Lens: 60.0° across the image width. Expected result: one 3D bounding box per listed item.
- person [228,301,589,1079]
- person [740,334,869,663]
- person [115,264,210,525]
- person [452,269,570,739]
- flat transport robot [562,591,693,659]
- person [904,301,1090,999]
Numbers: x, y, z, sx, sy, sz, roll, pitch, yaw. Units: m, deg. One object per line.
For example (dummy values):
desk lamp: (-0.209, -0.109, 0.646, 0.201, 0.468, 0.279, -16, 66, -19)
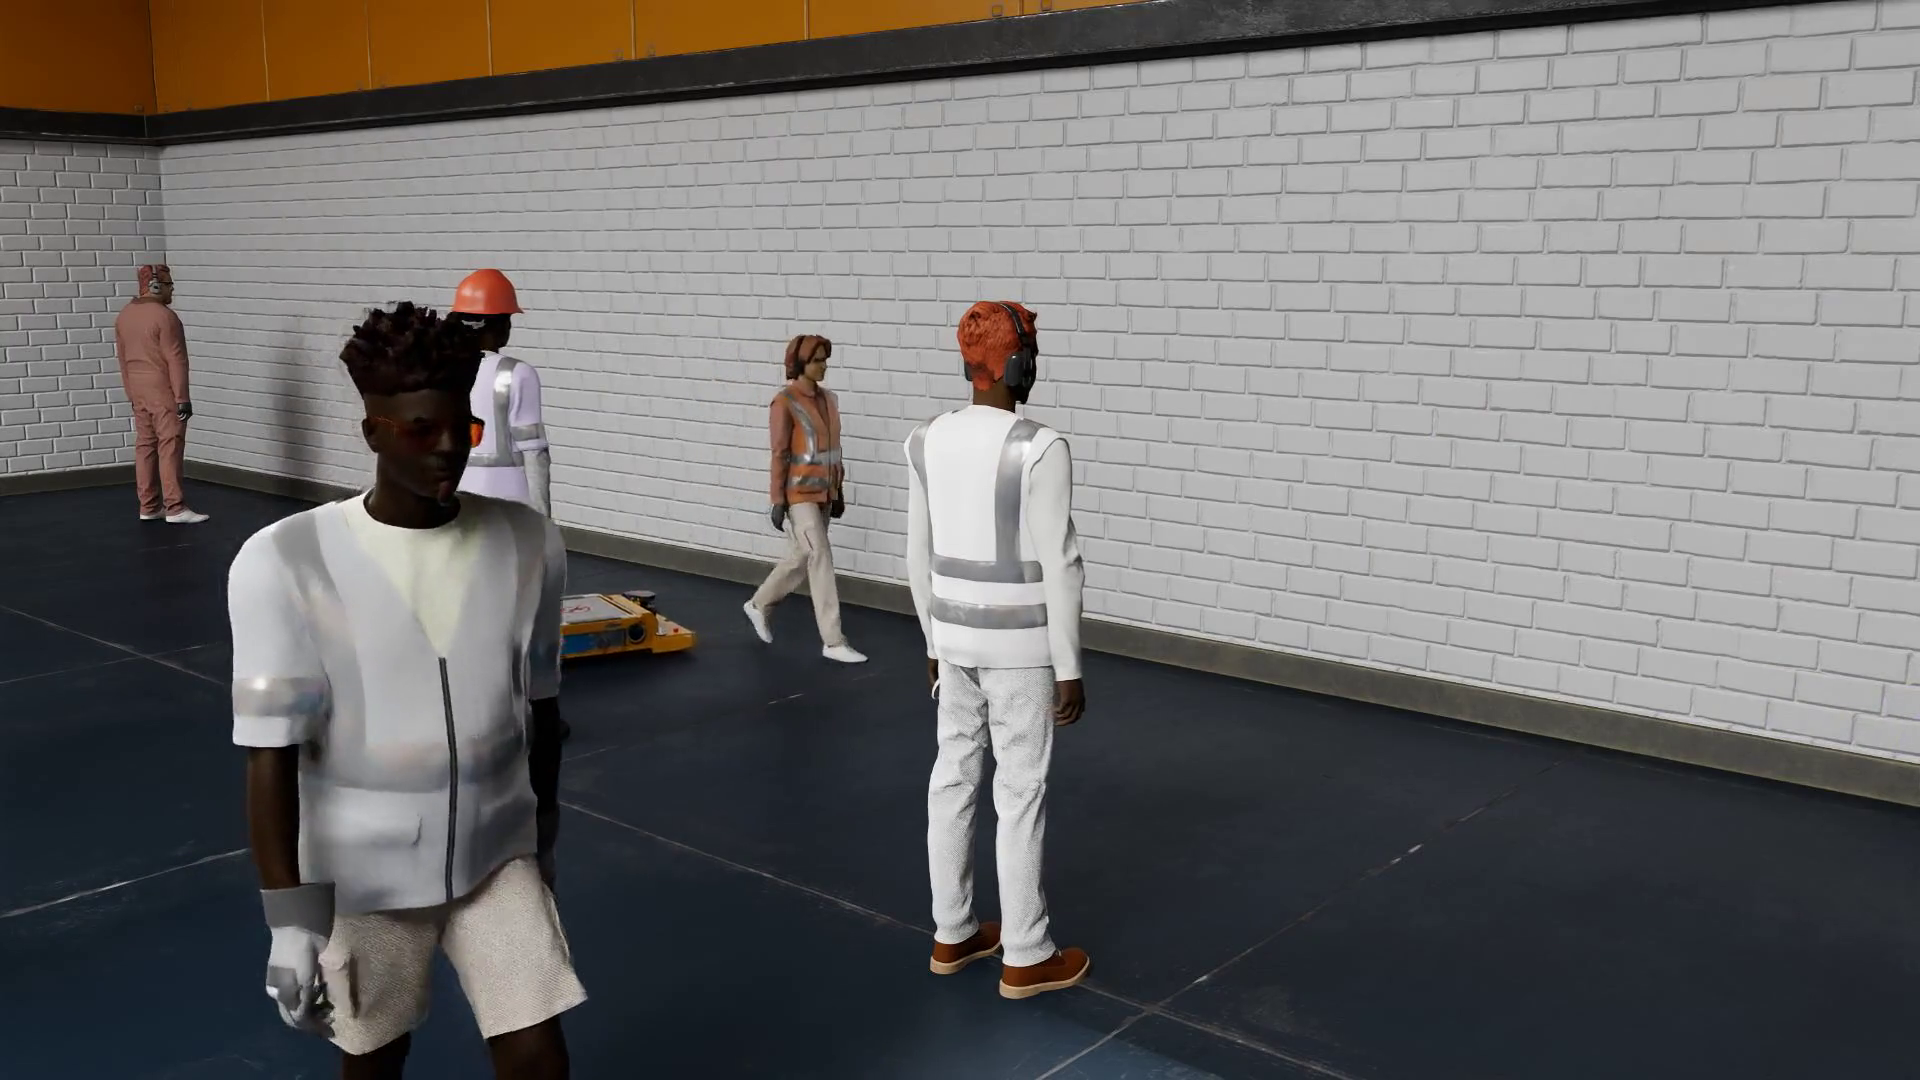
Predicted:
person: (-0.885, 0.577, 2.842, 0.622, 1.920, 0.913, -7, 12, -36)
person: (-0.799, -0.219, 8.252, 0.770, 1.614, 0.522, 5, 11, 28)
person: (-5.872, -1.067, 12.248, 0.651, 1.904, 0.401, 6, 11, 30)
person: (-1.878, -0.115, 6.725, 0.542, 1.939, 0.364, 3, 10, 18)
flat transport robot: (-2.111, 0.459, 8.205, 1.431, 0.197, 0.652, -6, 11, -30)
person: (0.105, 0.301, 4.522, 0.576, 1.882, 0.355, 9, 13, 41)
